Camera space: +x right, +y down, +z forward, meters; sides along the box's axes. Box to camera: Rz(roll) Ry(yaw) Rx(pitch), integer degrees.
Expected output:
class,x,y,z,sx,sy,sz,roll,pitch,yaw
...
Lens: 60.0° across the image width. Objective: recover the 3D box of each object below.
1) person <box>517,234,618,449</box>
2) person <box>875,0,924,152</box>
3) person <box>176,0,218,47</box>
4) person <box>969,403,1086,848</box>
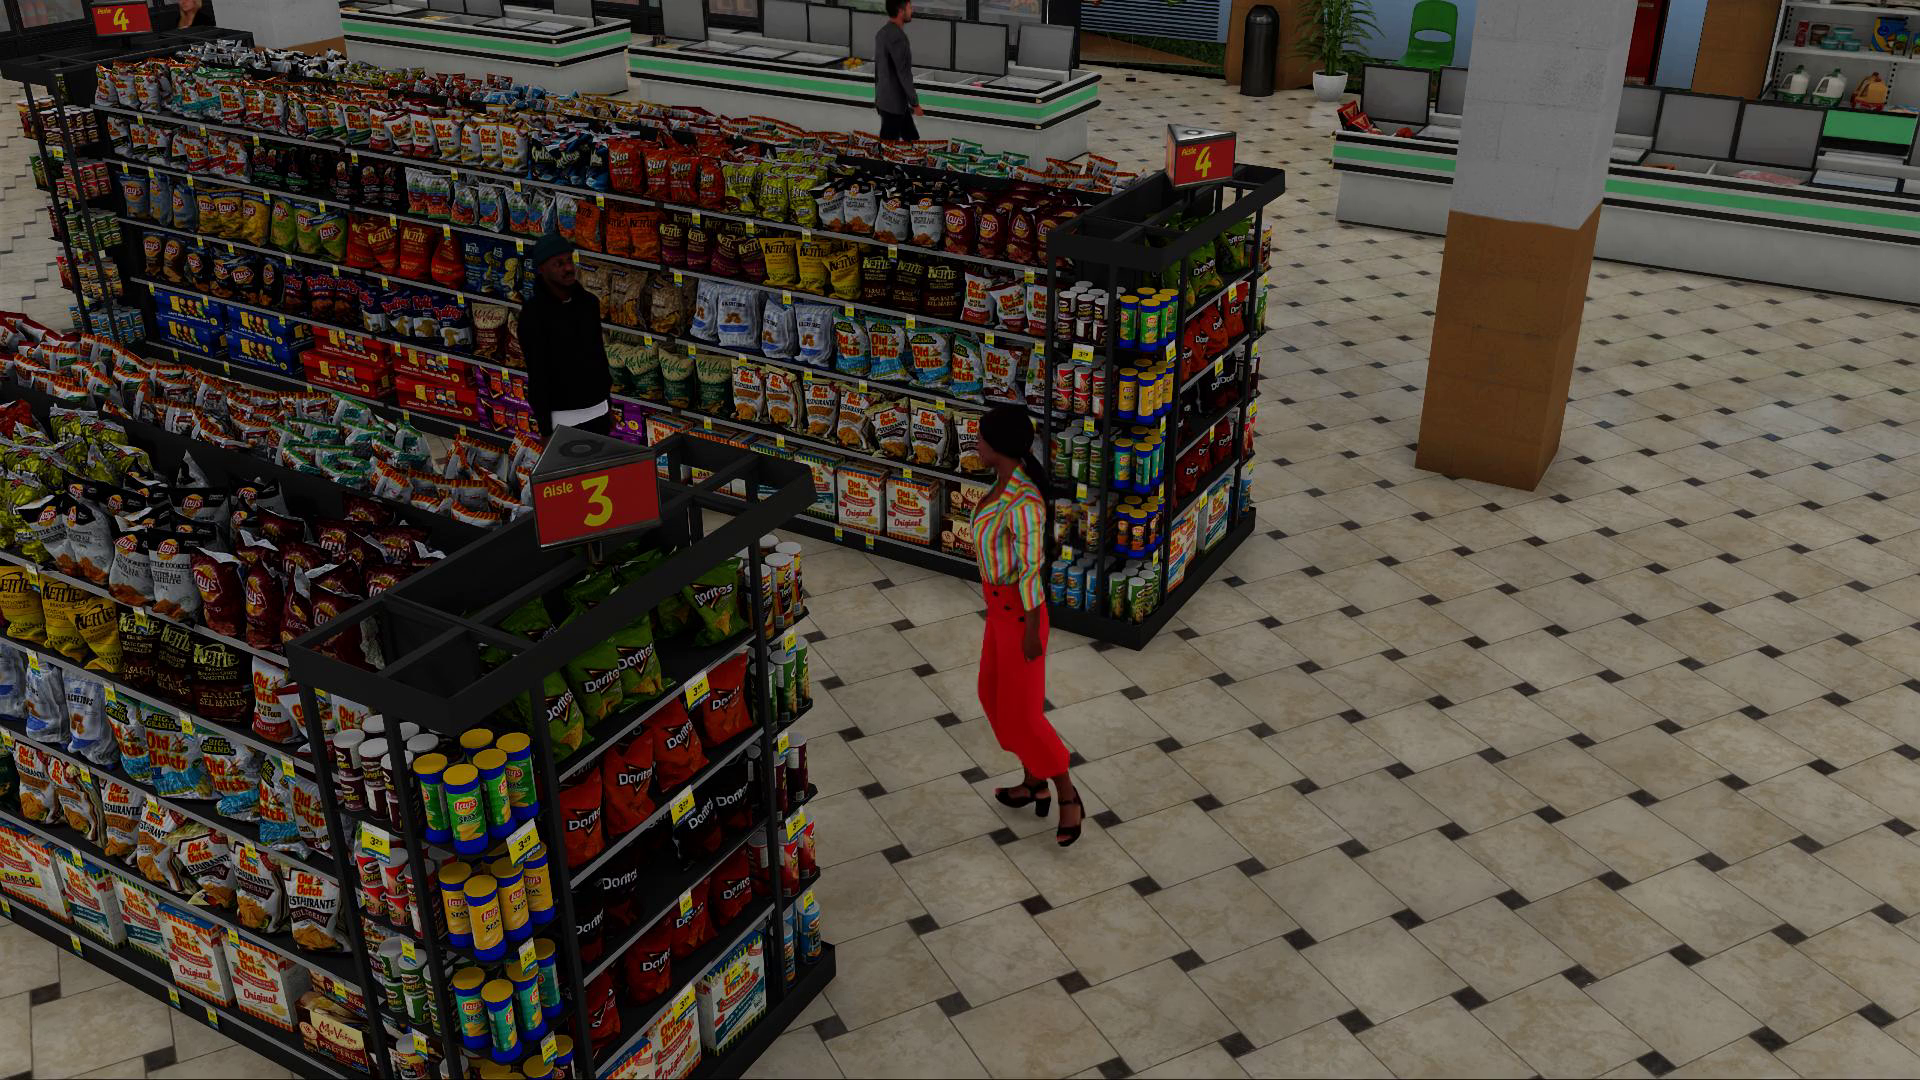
class,x,y,z,sx,sy,sz,roll,pitch,yaw
person,-1.946,-0.658,8.350,0.571,1.818,0.676,16,31,29
person,-0.654,-3.783,14.487,1.099,1.841,1.025,-5,27,-10
person,-7.287,-4.483,16.059,0.506,1.668,0.680,10,29,19
person,0.265,0.352,6.424,0.903,1.760,0.858,-8,28,-16
